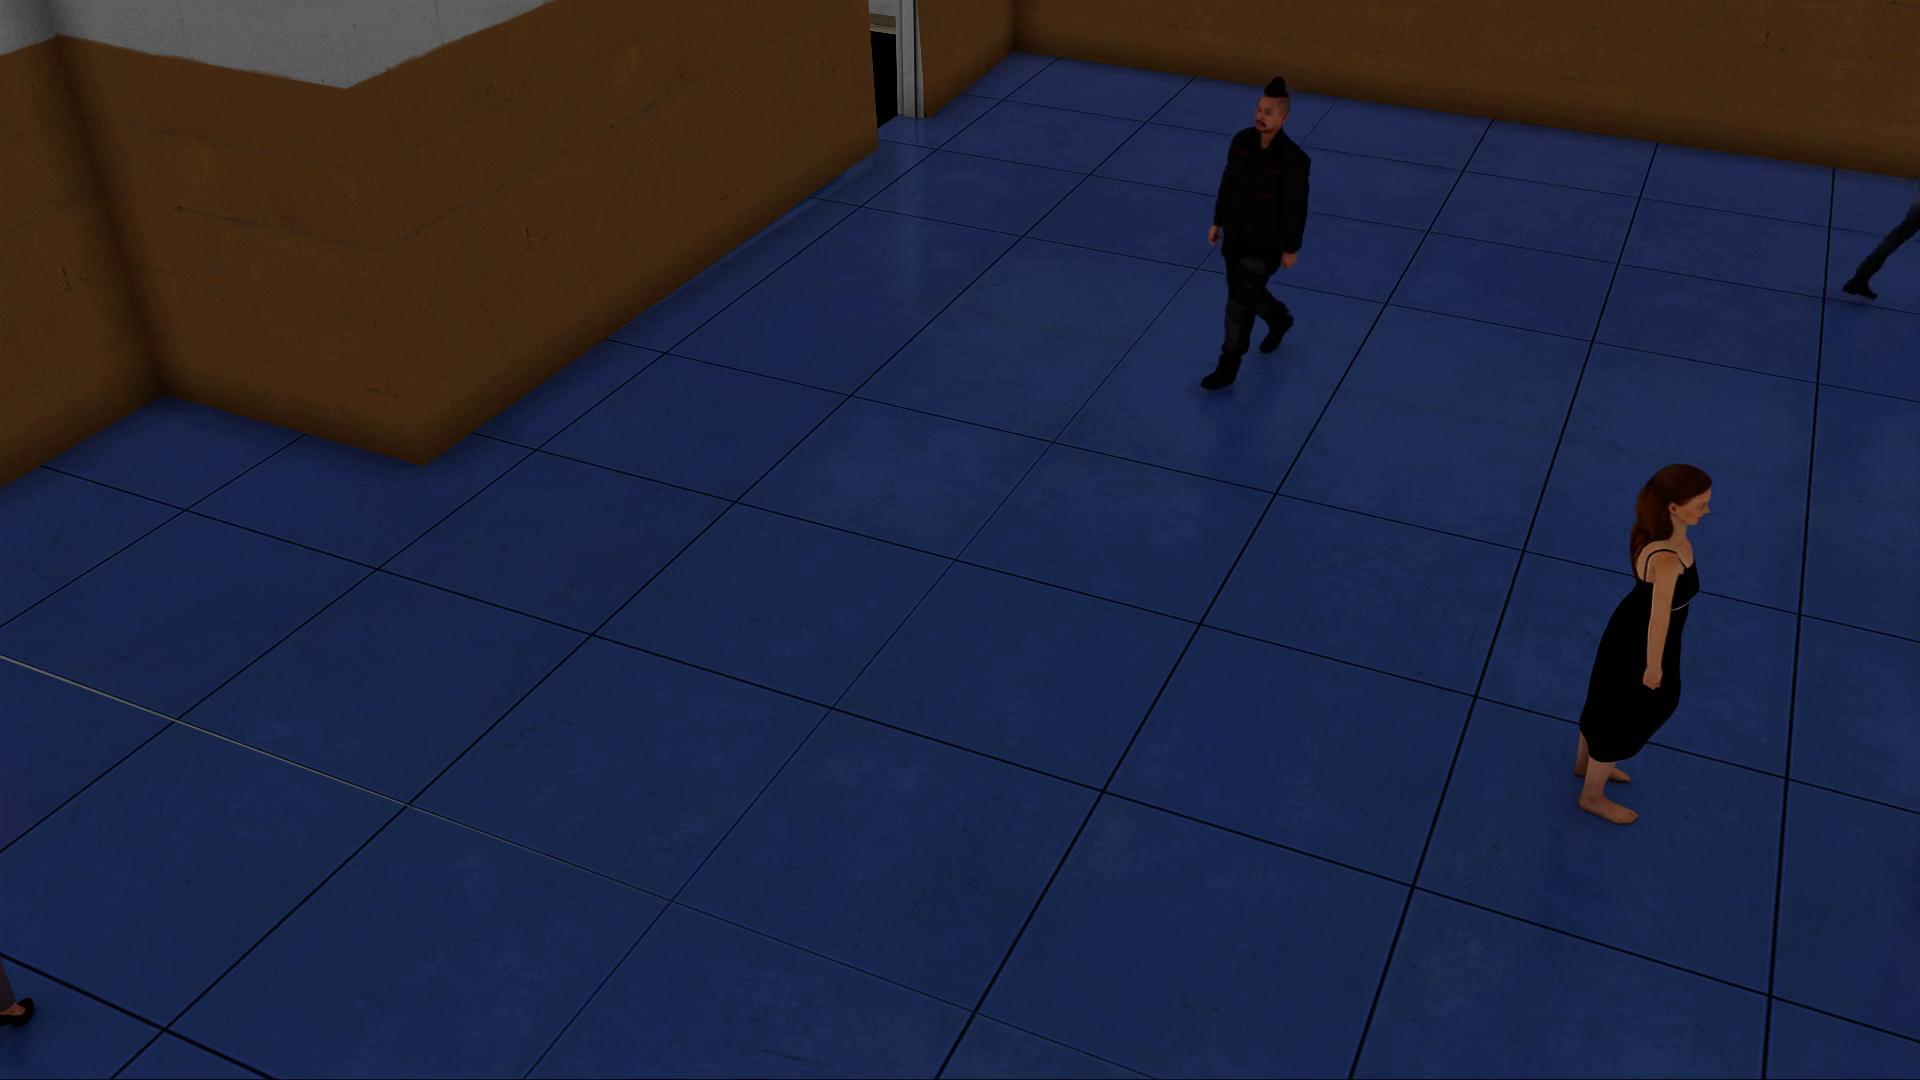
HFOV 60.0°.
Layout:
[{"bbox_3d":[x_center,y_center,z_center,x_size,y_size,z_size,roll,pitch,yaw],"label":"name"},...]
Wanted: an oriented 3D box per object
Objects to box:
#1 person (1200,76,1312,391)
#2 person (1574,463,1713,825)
[{"bbox_3d":[1.805,-1.836,9.881,1.182,1.830,1.208,-19,38,-26],"label":"person"},{"bbox_3d":[2.740,0.402,6.722,0.608,1.626,0.606,9,35,13],"label":"person"}]
